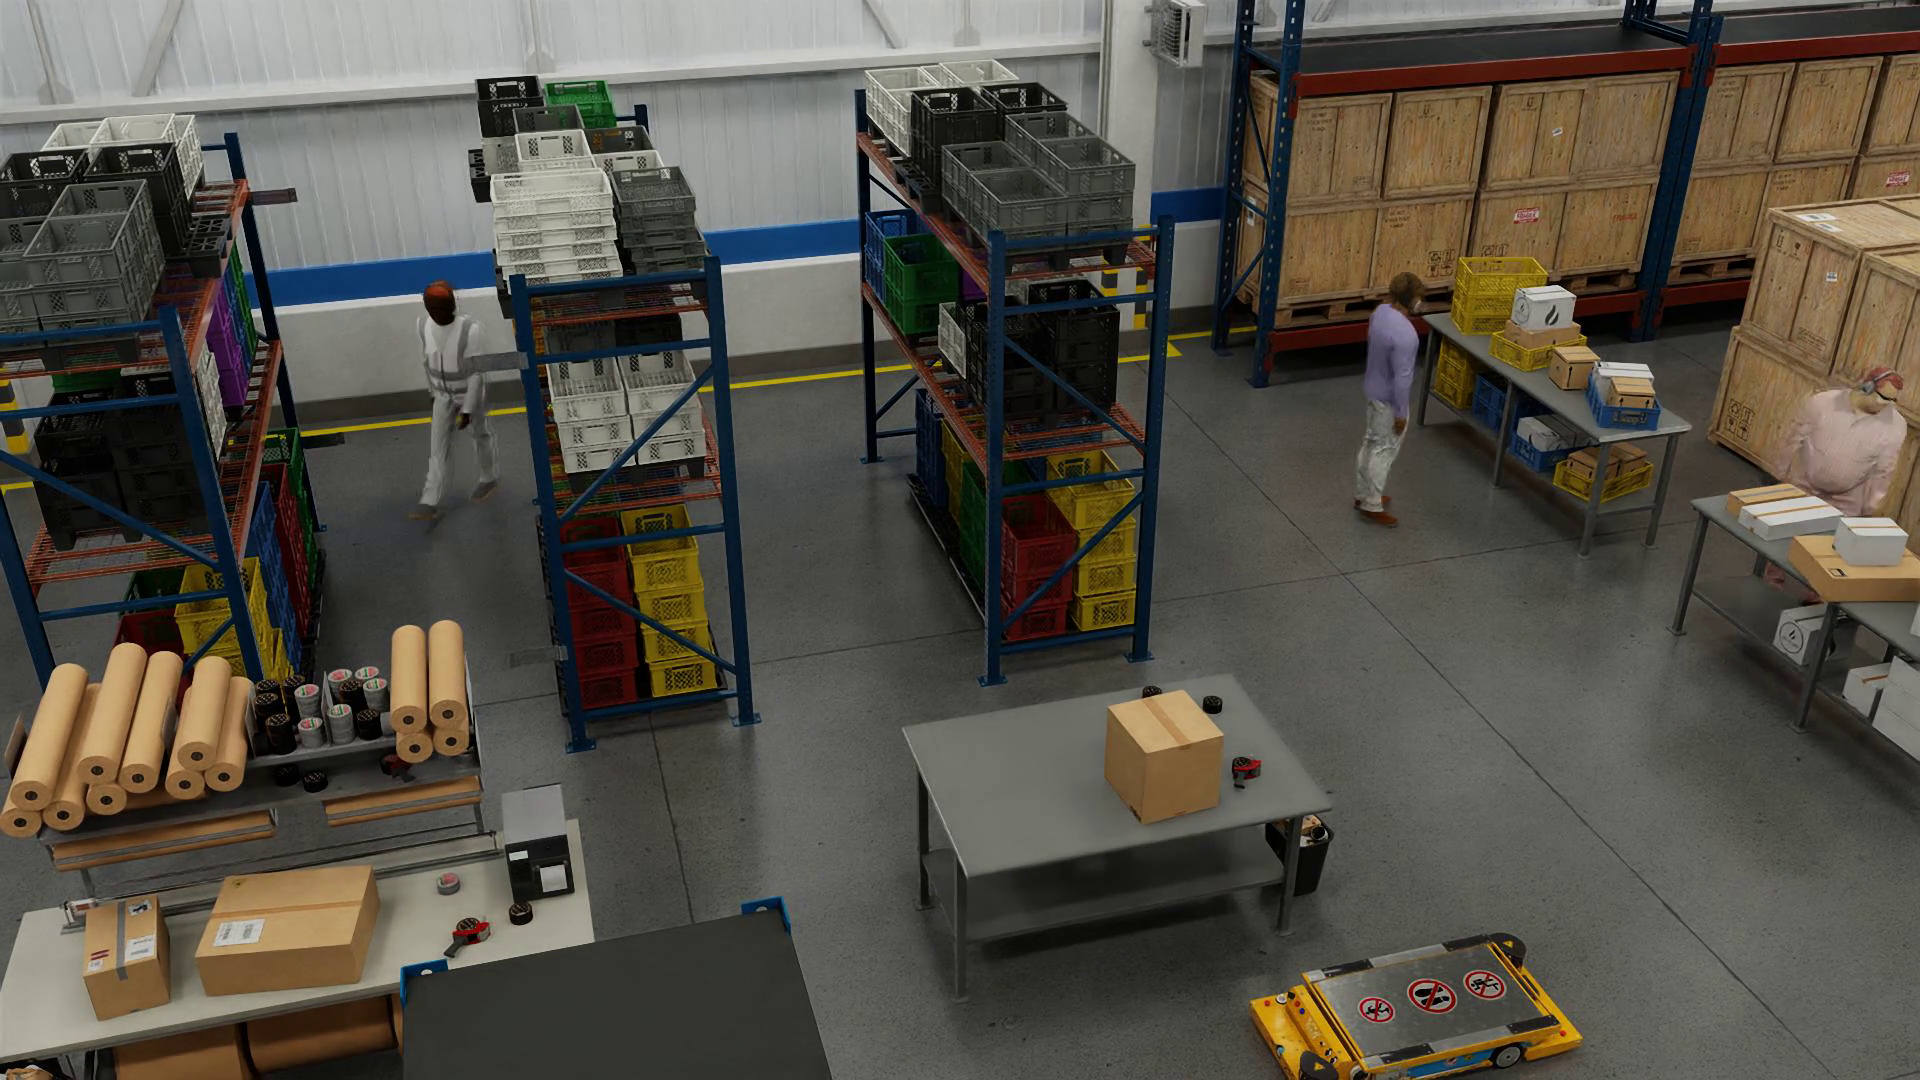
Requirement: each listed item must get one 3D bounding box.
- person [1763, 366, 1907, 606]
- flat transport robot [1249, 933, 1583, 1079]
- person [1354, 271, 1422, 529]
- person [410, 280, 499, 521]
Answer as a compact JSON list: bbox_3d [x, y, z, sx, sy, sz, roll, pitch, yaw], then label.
[{"bbox_3d":[5.734,-0.334,11.098,0.782,1.874,0.398,17,33,28],"label":"person"},{"bbox_3d":[2.184,2.282,7.980,1.431,0.197,0.652,-8,30,-14],"label":"flat transport robot"},{"bbox_3d":[3.176,-1.046,12.344,0.356,1.927,0.693,-3,29,-6],"label":"person"},{"bbox_3d":[-3.802,-1.015,12.361,0.593,1.837,0.970,8,30,14],"label":"person"}]
